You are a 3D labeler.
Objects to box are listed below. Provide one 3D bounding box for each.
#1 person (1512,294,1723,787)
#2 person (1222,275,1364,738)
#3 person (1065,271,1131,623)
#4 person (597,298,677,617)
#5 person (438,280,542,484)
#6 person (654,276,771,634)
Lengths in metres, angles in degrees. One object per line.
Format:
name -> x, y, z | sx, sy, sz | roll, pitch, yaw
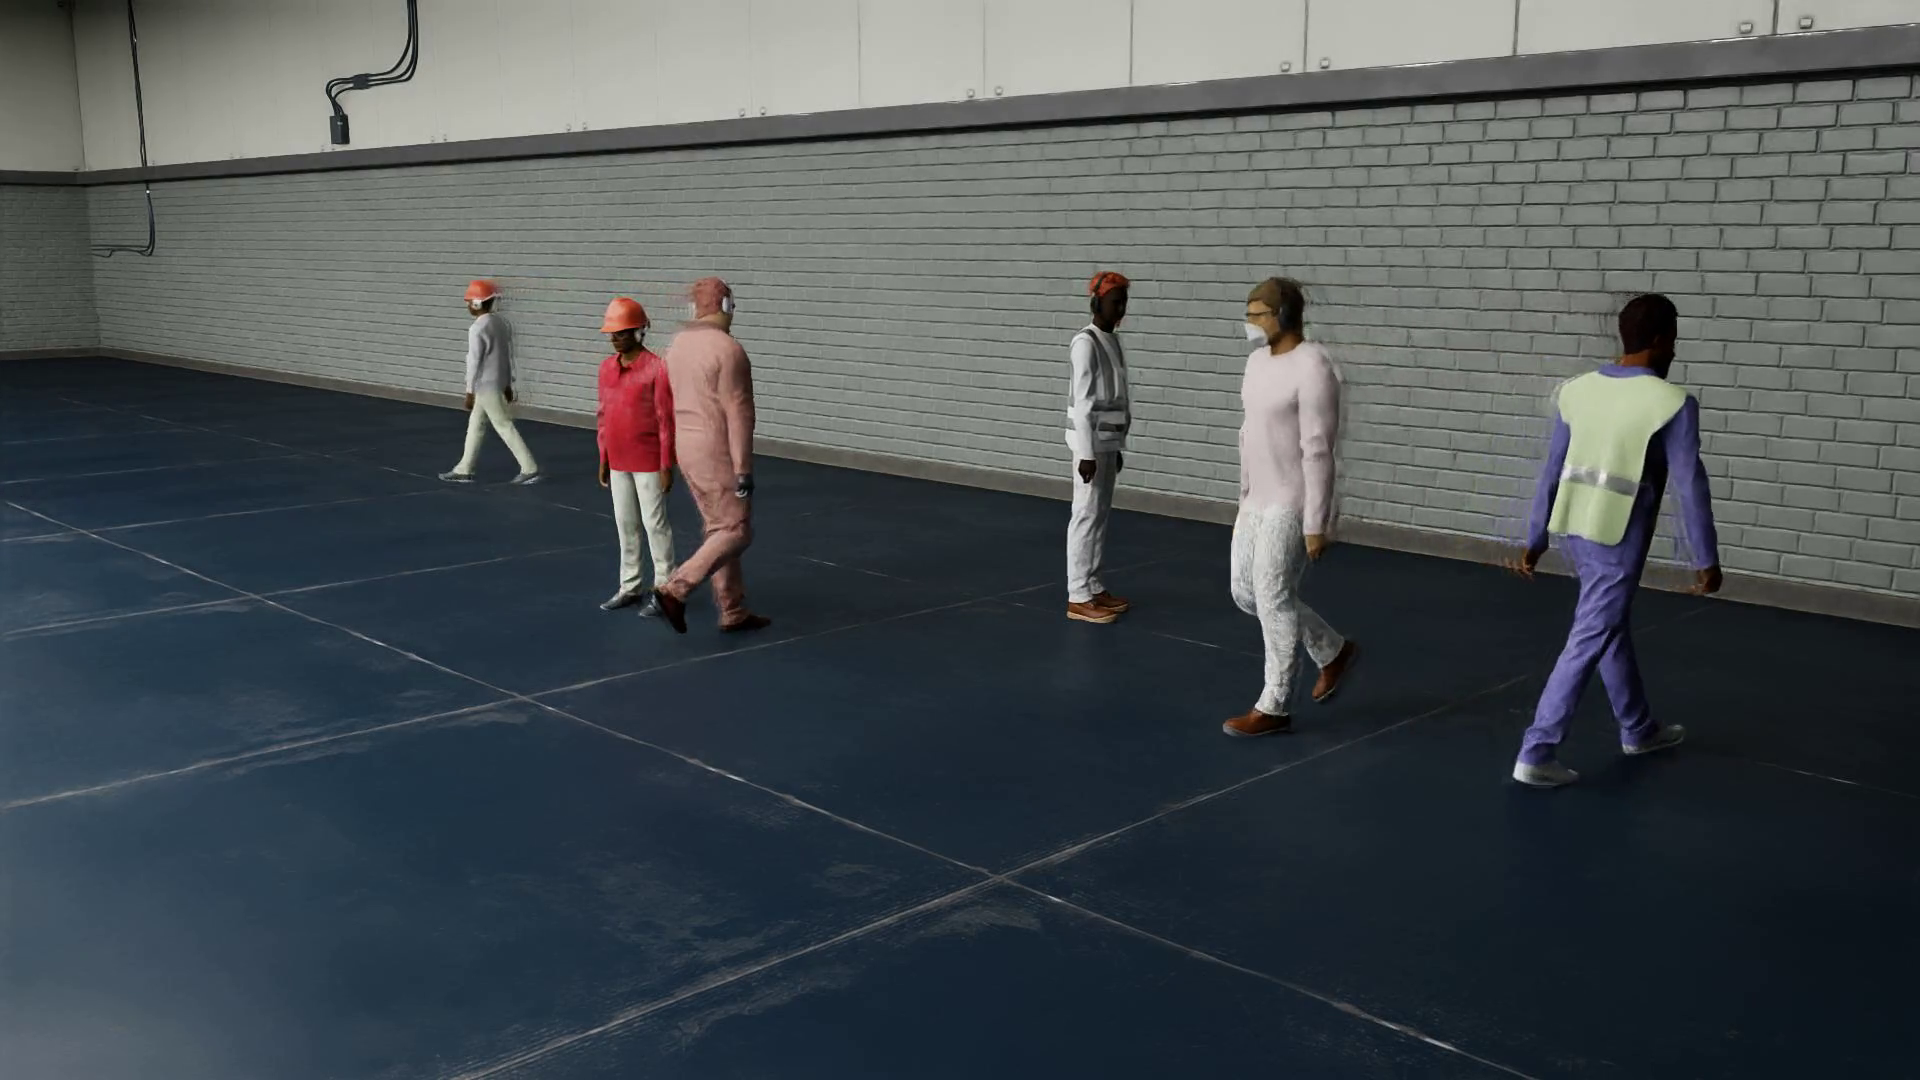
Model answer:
person -> 2.505, 0.001, 6.356 | 1.023, 1.858, 0.617 | -5, 11, -23
person -> 1.403, -0.136, 6.926 | 0.592, 1.918, 0.644 | -3, 11, -15
person -> 0.757, -0.506, 9.033 | 0.354, 1.883, 0.576 | 4, 11, 21
person -> -1.792, -0.450, 9.114 | 0.571, 1.743, 0.353 | 7, 13, 35
person -> -3.942, -1.307, 13.887 | 0.921, 1.709, 0.577 | 1, 10, 4
person -> -1.292, -0.411, 8.552 | 0.703, 1.877, 0.671 | -8, 13, -39
